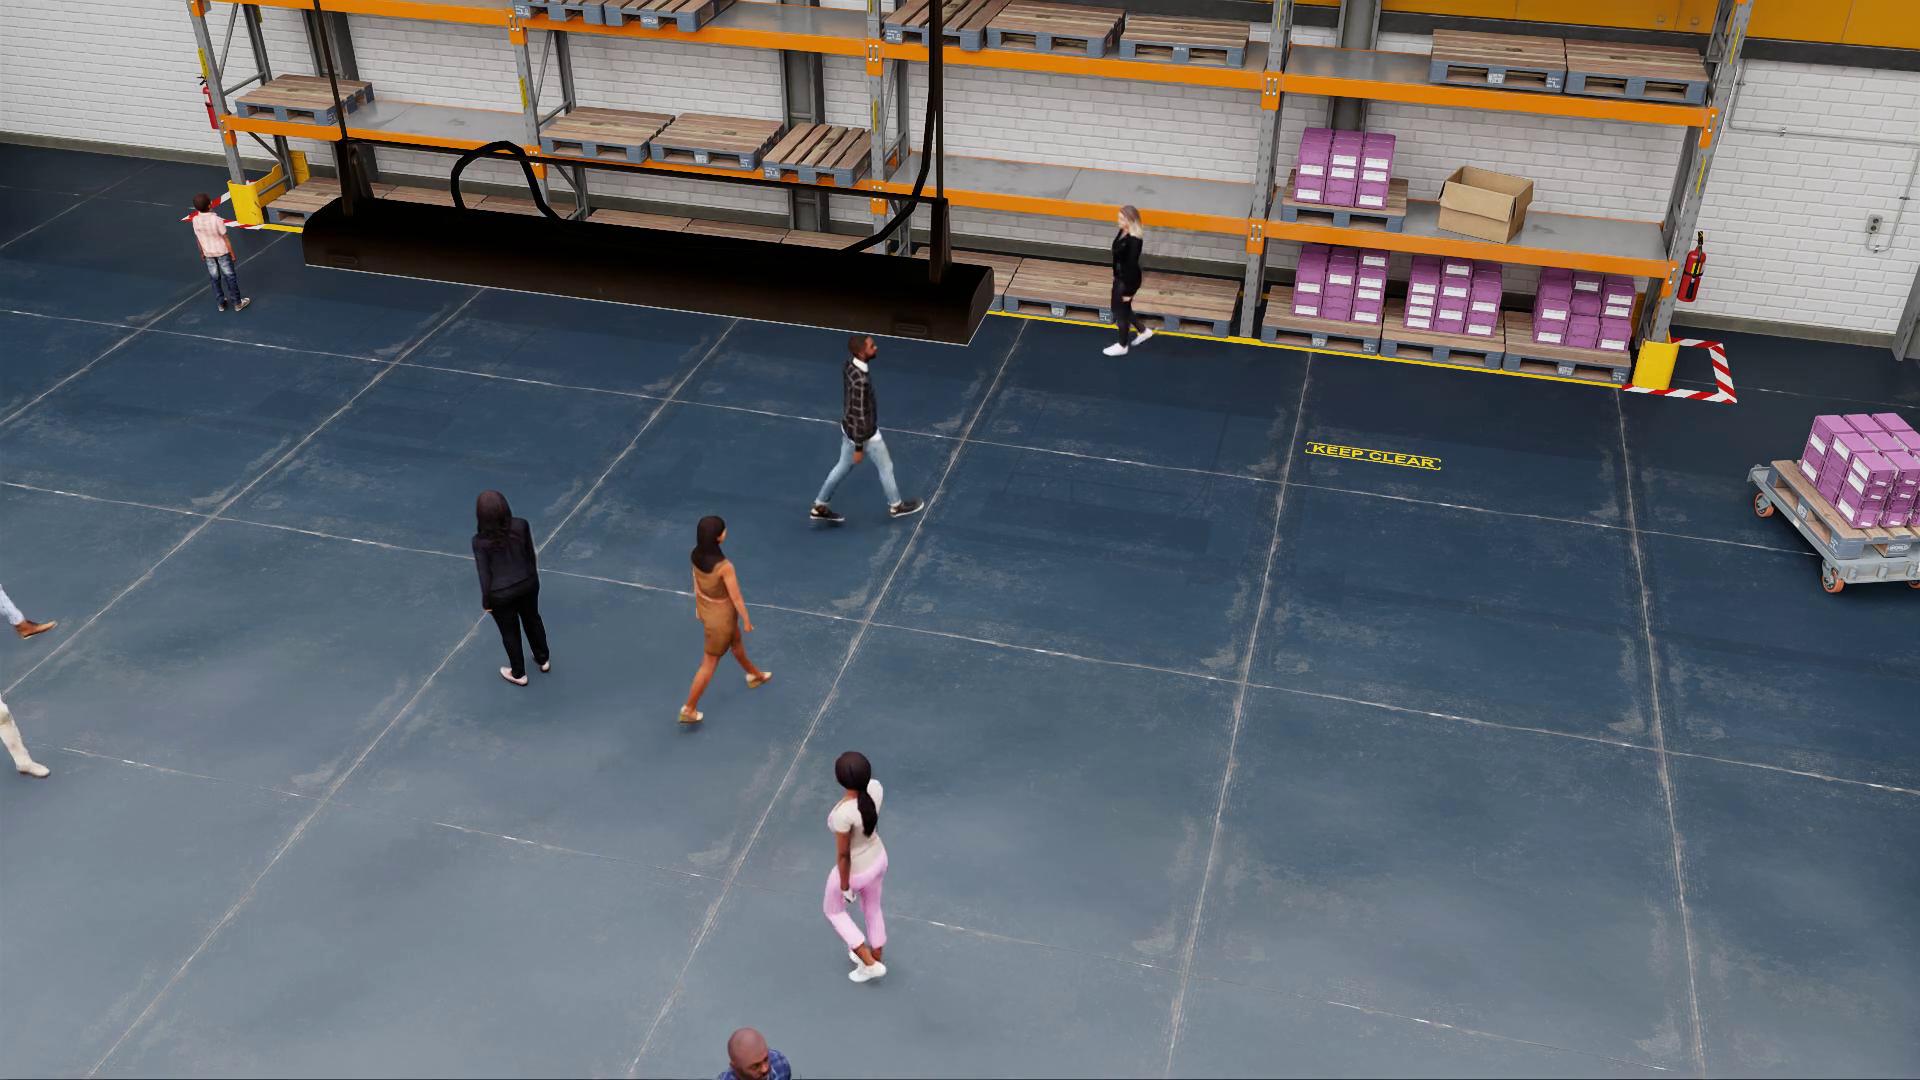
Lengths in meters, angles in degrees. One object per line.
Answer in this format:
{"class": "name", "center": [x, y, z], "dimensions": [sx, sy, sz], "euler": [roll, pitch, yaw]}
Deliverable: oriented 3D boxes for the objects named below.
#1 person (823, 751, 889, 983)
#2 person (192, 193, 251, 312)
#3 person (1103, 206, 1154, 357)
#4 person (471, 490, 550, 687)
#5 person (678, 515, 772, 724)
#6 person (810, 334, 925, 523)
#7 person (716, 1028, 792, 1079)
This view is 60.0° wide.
{"class": "person", "center": [-0.513, 1.954, 9.736], "dimensions": [0.758, 1.732, 0.704], "euler": [23, 40, 31]}
{"class": "person", "center": [-7.909, -3.063, 17.668], "dimensions": [0.486, 1.307, 0.616], "euler": [0, 34, 0]}
{"class": "person", "center": [1.765, -2.563, 16.596], "dimensions": [0.857, 1.661, 0.781], "euler": [-1, 34, -2]}
{"class": "person", "center": [-3.315, 0.346, 12.261], "dimensions": [0.774, 1.615, 0.760], "euler": [26, 42, 33]}
{"class": "person", "center": [-1.784, 0.603, 11.846], "dimensions": [1.016, 1.646, 1.097], "euler": [-28, 43, -35]}
{"class": "person", "center": [-0.931, -0.886, 13.969], "dimensions": [1.330, 1.776, 1.110], "euler": [-9, 35, -13]}
{"class": "person", "center": [-1.089, 3.001, 8.141], "dimensions": [1.090, 1.755, 1.280], "euler": [-26, 42, -34]}
